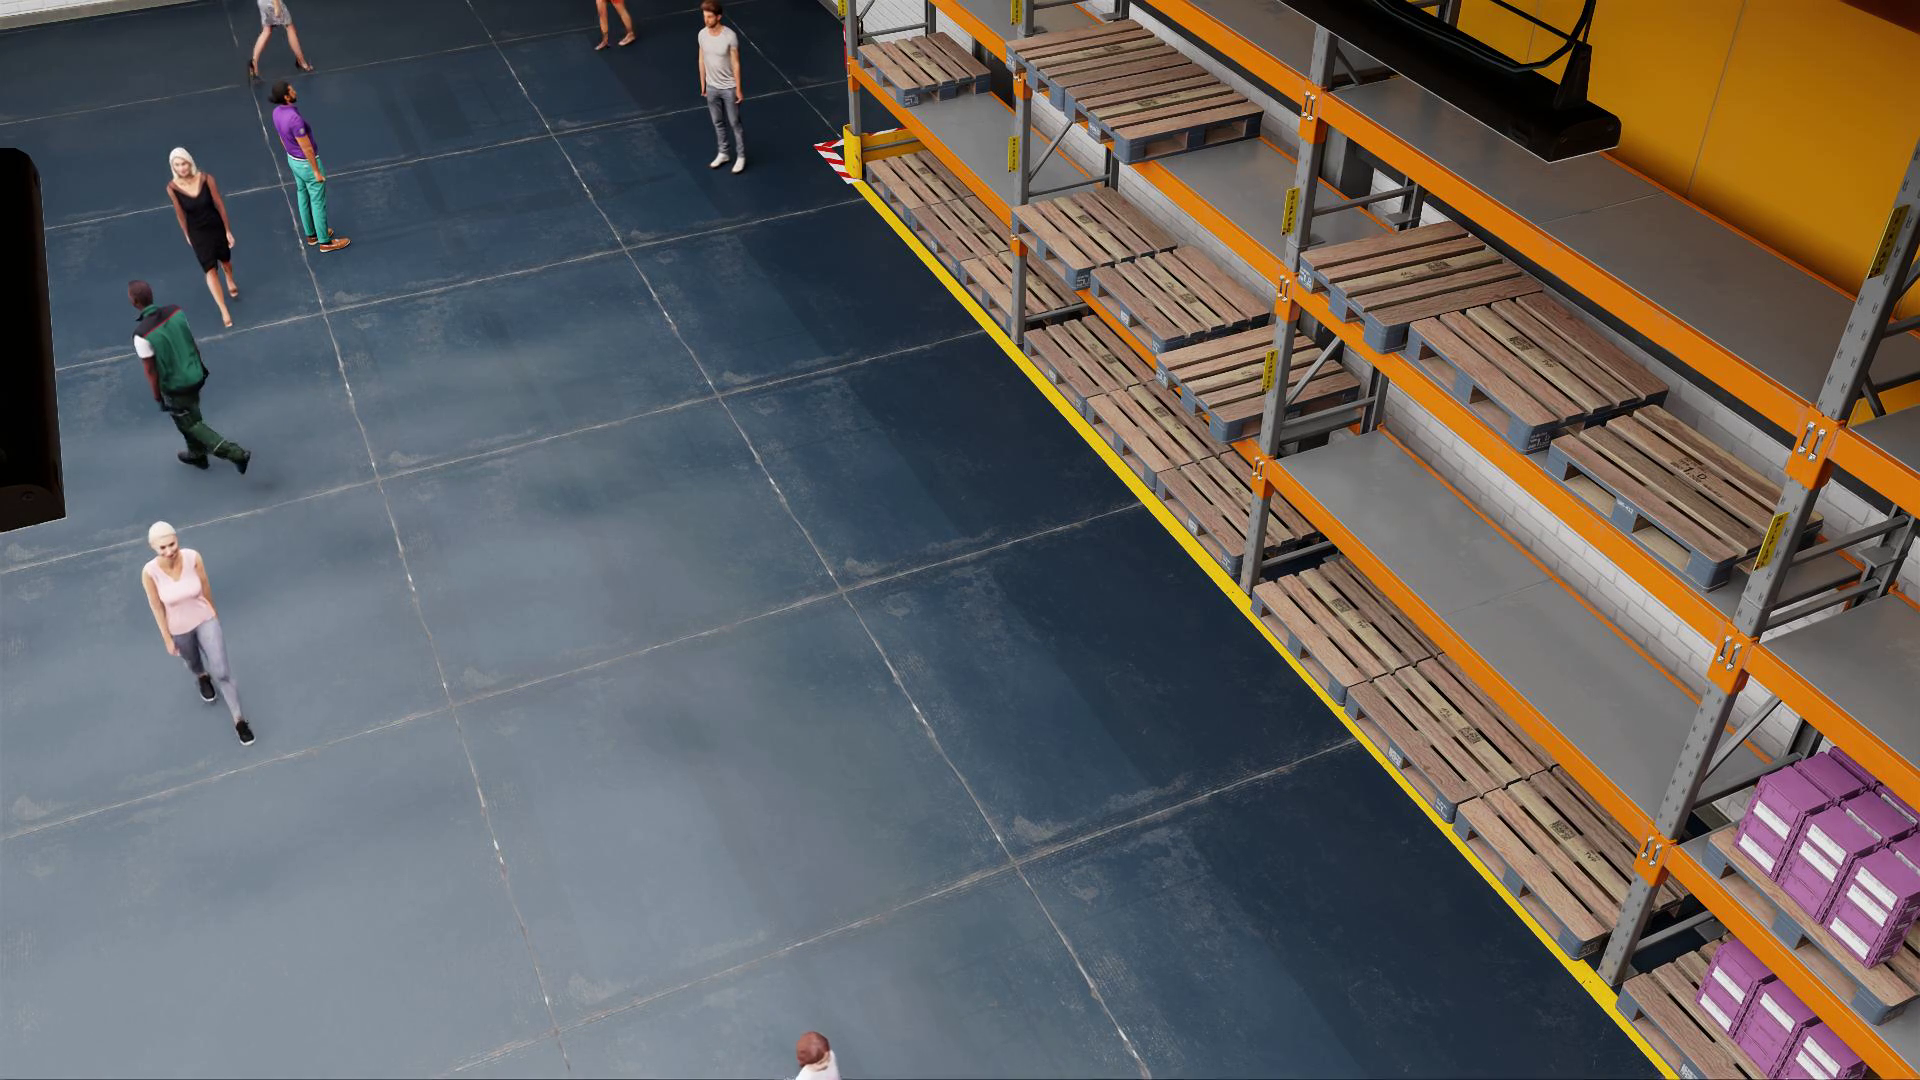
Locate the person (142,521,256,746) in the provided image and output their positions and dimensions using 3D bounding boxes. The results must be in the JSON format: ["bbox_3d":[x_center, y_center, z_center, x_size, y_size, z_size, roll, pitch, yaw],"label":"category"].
[{"bbox_3d":[-5.269,0.546,11.329,0.618,1.683,1.149,-21,43,-24],"label":"person"}]

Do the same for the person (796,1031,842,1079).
[{"bbox_3d":[-0.777,2.942,8.792,0.658,1.104,0.579,22,44,25],"label":"person"}]

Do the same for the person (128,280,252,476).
[{"bbox_3d":[-6.247,-1.251,13.479,1.212,1.807,1.164,12,40,15],"label":"person"}]

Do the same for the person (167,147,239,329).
[{"bbox_3d":[-7.068,-2.920,15.660,0.589,1.693,1.068,-16,41,-19],"label":"person"}]

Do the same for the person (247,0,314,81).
[{"bbox_3d":[-8.330,-6.361,19.893,1.086,1.788,0.945,29,47,31],"label":"person"}]

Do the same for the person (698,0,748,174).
[{"bbox_3d":[-2.566,-4.934,18.025,0.736,1.889,0.804,15,41,17],"label":"person"}]

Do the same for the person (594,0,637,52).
[{"bbox_3d":[-4.312,-6.954,20.724,0.915,1.677,0.895,31,48,33],"label":"person"}]

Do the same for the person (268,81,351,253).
[{"bbox_3d":[-6.568,-3.745,16.635,0.654,1.767,0.771,29,47,31],"label":"person"}]
